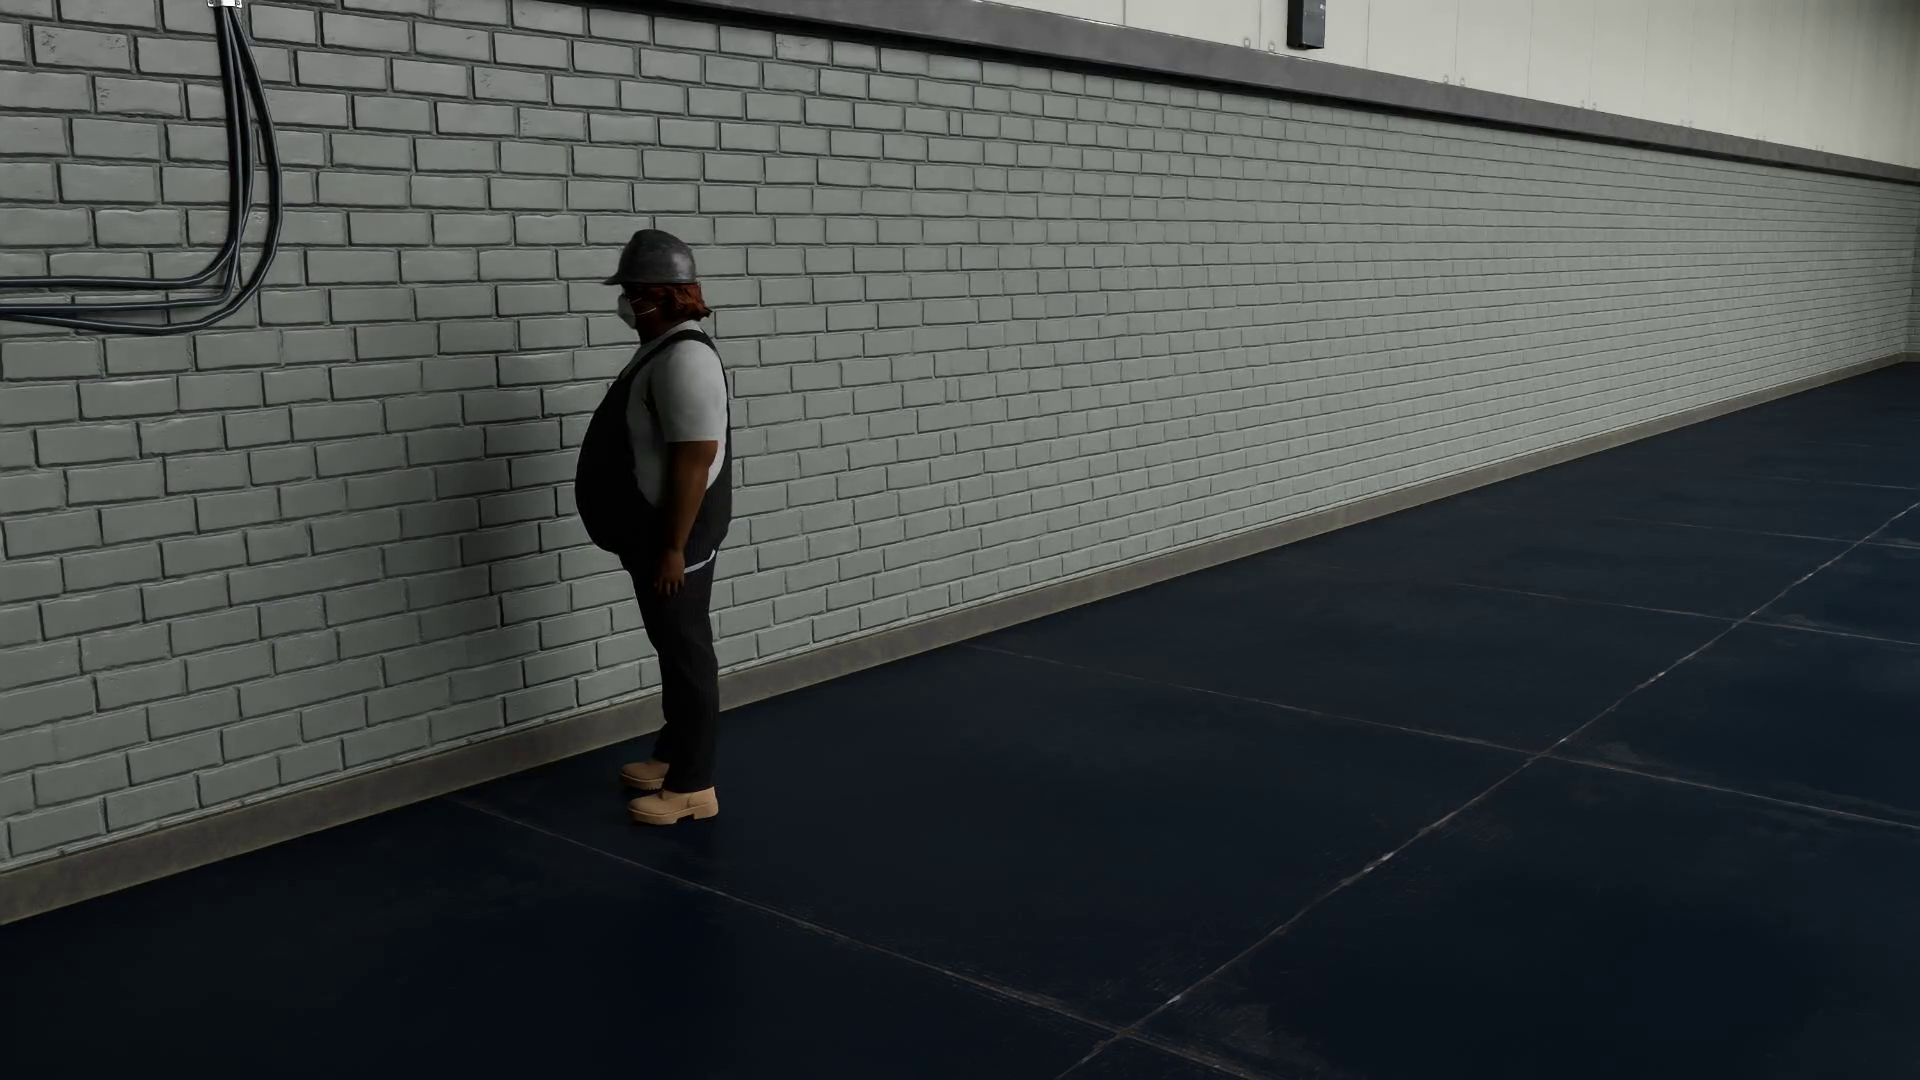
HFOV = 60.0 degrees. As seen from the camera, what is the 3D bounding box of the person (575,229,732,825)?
[{"bbox_3d":[-1.064,-0.032,5.809,0.537,2.000,0.679,-2,11,-13],"label":"person"}]
